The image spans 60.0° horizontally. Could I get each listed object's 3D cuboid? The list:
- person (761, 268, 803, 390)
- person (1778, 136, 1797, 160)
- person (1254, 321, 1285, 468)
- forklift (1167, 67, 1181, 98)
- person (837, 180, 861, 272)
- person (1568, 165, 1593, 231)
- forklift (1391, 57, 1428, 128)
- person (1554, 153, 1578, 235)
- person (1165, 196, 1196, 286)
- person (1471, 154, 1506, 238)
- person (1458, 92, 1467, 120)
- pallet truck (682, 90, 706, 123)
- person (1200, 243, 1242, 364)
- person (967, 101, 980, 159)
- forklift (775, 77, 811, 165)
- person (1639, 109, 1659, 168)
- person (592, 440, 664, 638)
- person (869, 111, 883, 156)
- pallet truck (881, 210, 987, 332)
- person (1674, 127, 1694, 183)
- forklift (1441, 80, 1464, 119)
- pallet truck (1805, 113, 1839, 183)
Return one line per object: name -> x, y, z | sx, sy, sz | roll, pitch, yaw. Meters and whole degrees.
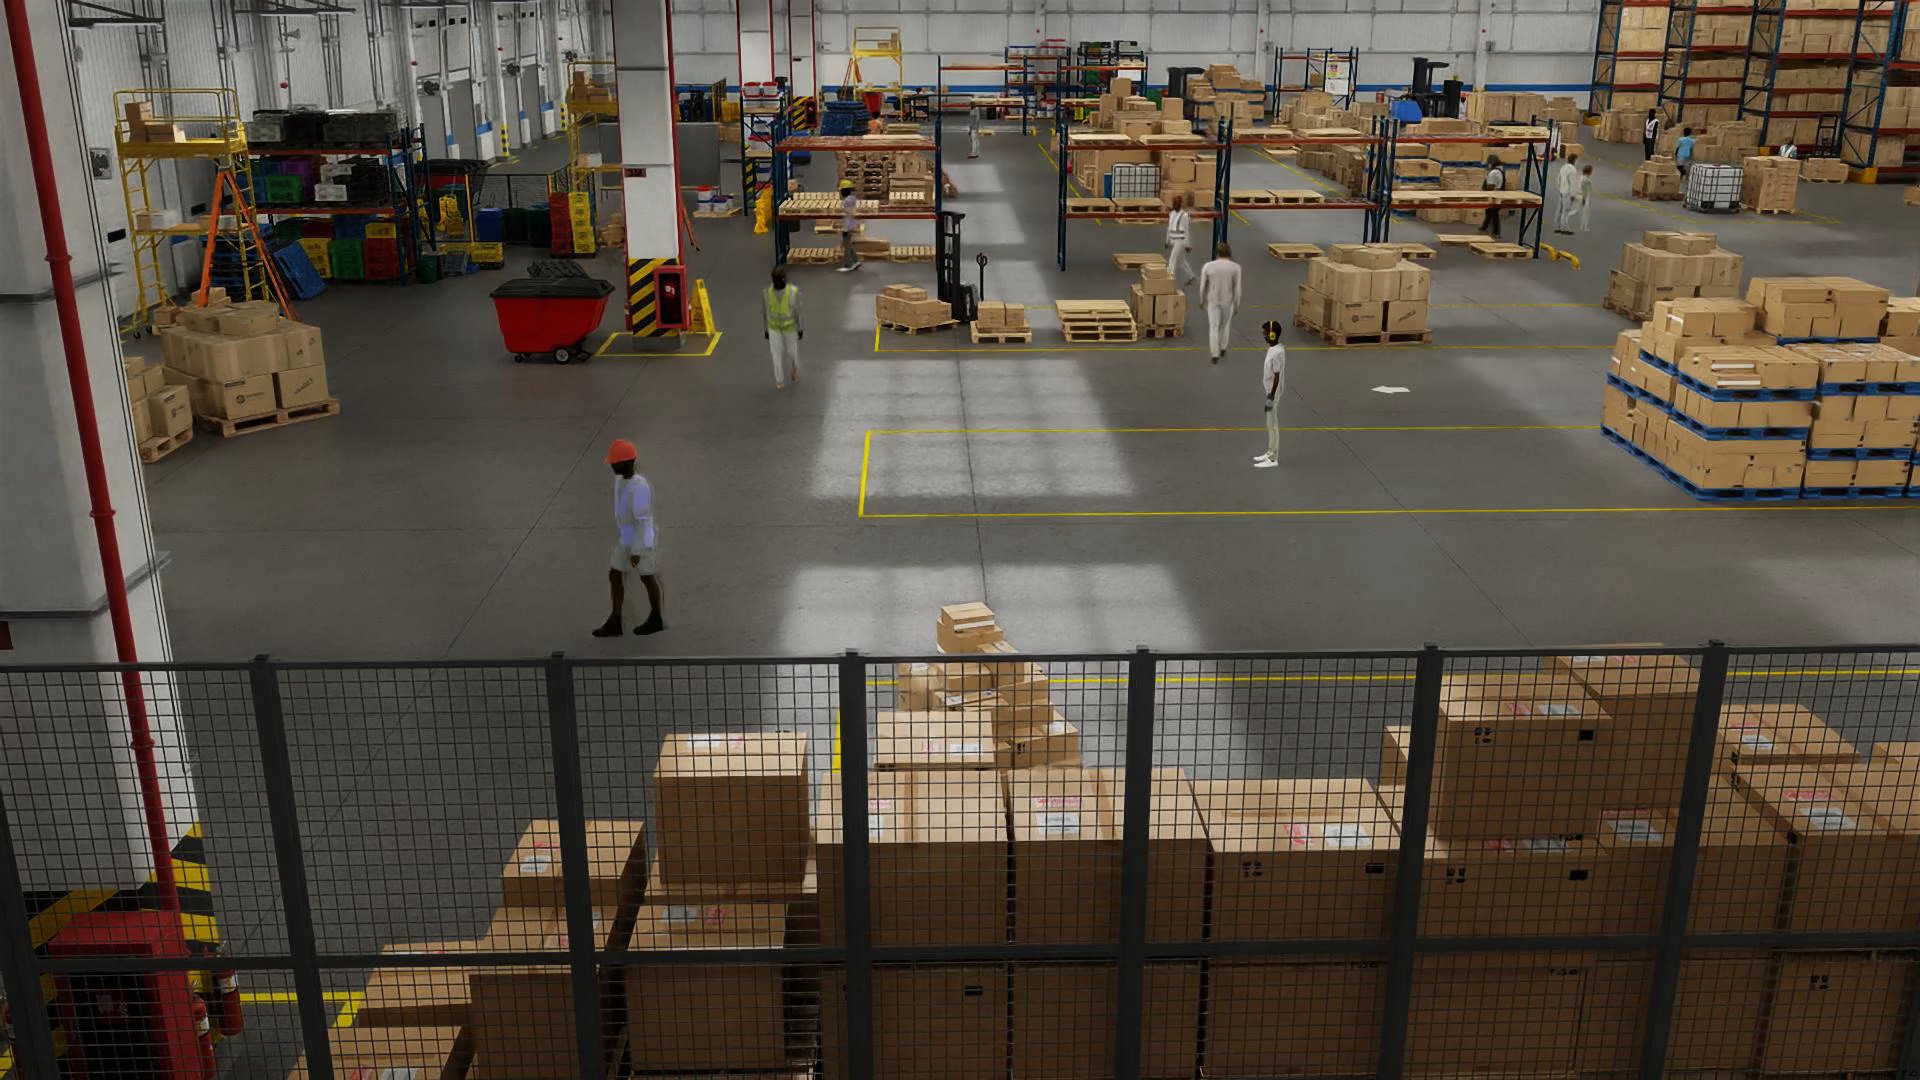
person -> -2.661, -3.192, 24.971 | 0.636, 1.820, 0.526 | 1, 19, 2
person -> 23.579, -10.691, 47.498 | 0.307, 1.641, 0.513 | -14, 23, -36
person -> 3.894, -1.827, 20.858 | 0.328, 1.865, 0.520 | 4, 19, 11
forklift -> 7.822, -15.879, 60.978 | 1.873, 2.768, 1.129 | -1, 19, -2
person -> -2.349, -6.585, 34.898 | 0.476, 1.916, 0.592 | 2, 19, 7
person -> 15.137, -8.351, 40.607 | 0.670, 1.614, 0.521 | 2, 19, 7
forklift -> 18.927, -18.497, 68.744 | 1.873, 2.768, 1.129 | -1, 19, -1
person -> 14.614, -8.332, 40.048 | 0.375, 1.936, 0.627 | -3, 19, -8
person -> 4.367, -5.932, 33.090 | 0.979, 1.842, 0.595 | -8, 20, -22
person -> 12.586, -8.215, 39.535 | 0.871, 2.000, 0.760 | 13, 23, 34
person -> 18.503, -15.521, 61.369 | 0.553, 1.935, 0.364 | -10, 21, -28
pallet truck -> -9.671, -15.907, 62.421 | 0.823, 1.965, 1.885 | 5, 19, 15
person -> 4.189, -3.833, 26.773 | 0.649, 1.886, 1.016 | 2, 19, 7
person -> 0.471, -14.091, 57.142 | 0.369, 1.932, 0.623 | 8, 20, 22
forklift -> -5.920, -13.893, 55.085 | 1.873, 2.768, 1.129 | -1, 19, -1
person -> 22.437, -13.030, 54.024 | 0.391, 1.912, 0.589 | -3, 19, -8
person -> -3.115, 0.018, 15.307 | 0.808, 1.908, 0.578 | -14, 23, -36
person -> -2.862, -13.609, 56.093 | 0.540, 1.687, 0.487 | 8, 20, 22
pallet truck -> -0.493, -4.759, 29.349 | 1.885, 1.965, 0.823 | -13, 23, -34
person -> 21.810, -11.557, 50.014 | 0.537, 1.676, 0.640 | -6, 19, -16
forklift -> 15.644, -13.239, 53.146 | 1.873, 2.768, 1.129 | -1, 19, -1
pallet truck -> 26.403, -11.957, 50.702 | 0.823, 1.965, 1.885 | 6, 19, 16
